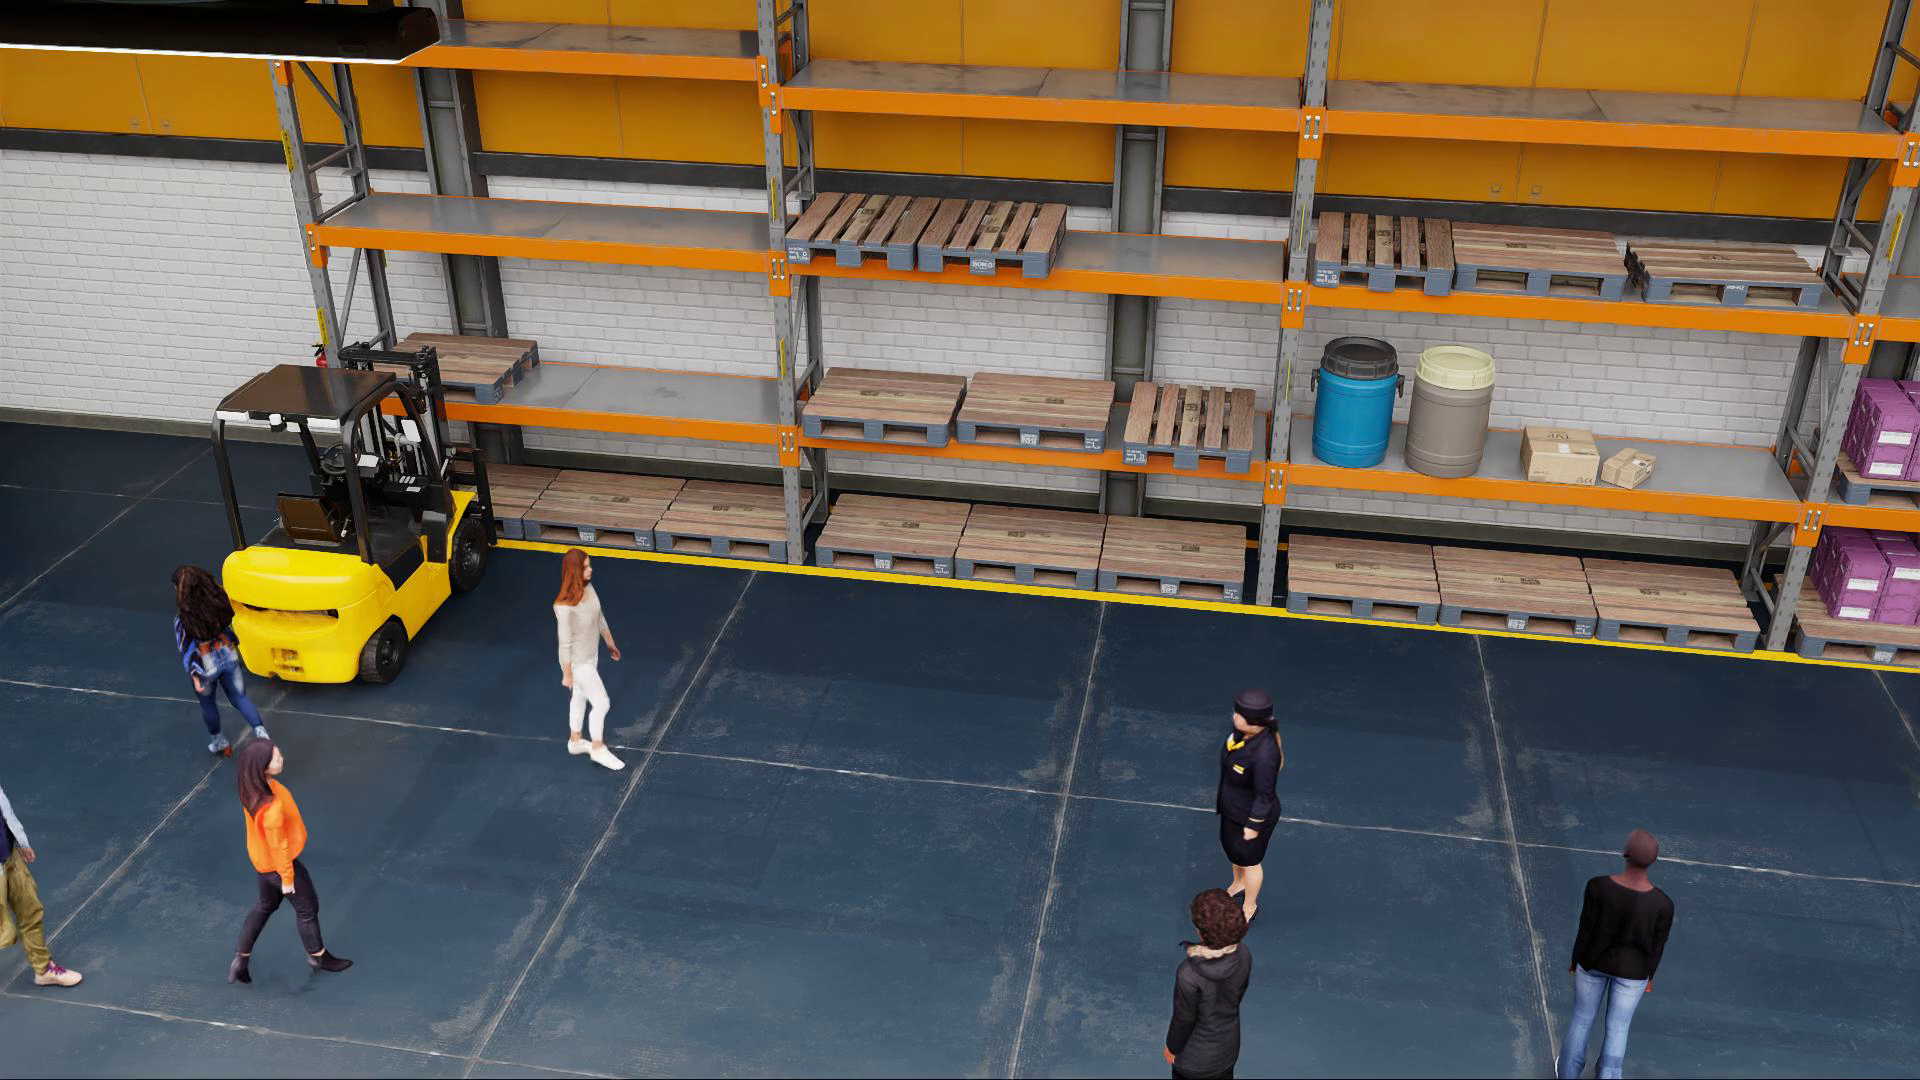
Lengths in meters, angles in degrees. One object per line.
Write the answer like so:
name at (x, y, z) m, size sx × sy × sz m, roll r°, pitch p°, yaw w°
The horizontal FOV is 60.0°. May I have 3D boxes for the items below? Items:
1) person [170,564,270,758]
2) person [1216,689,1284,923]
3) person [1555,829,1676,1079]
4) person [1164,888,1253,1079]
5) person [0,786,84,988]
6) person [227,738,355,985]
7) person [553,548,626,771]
person at (-5.079, 0.889, 11.467) m, size 1.051 × 1.598 × 0.869 m, roll 19°, pitch 34°, yaw 31°
person at (1.746, 1.622, 10.048) m, size 0.741 × 1.669 × 0.770 m, roll -4°, pitch 29°, yaw -7°
person at (3.454, 2.260, 8.796) m, size 0.549 × 1.749 × 0.703 m, roll 12°, pitch 31°, yaw 21°
person at (1.242, 2.481, 8.355) m, size 0.734 × 1.781 × 0.793 m, roll -19°, pitch 34°, yaw -30°
person at (-5.574, 1.864, 9.474) m, size 0.936 × 1.794 × 0.737 m, roll 4°, pitch 29°, yaw 7°
person at (-3.976, 1.859, 9.542) m, size 1.030 × 1.737 × 0.978 m, roll -23°, pitch 36°, yaw -36°
person at (-2.706, 0.808, 11.518) m, size 0.691 × 1.690 × 0.592 m, roll 4°, pitch 29°, yaw 7°
